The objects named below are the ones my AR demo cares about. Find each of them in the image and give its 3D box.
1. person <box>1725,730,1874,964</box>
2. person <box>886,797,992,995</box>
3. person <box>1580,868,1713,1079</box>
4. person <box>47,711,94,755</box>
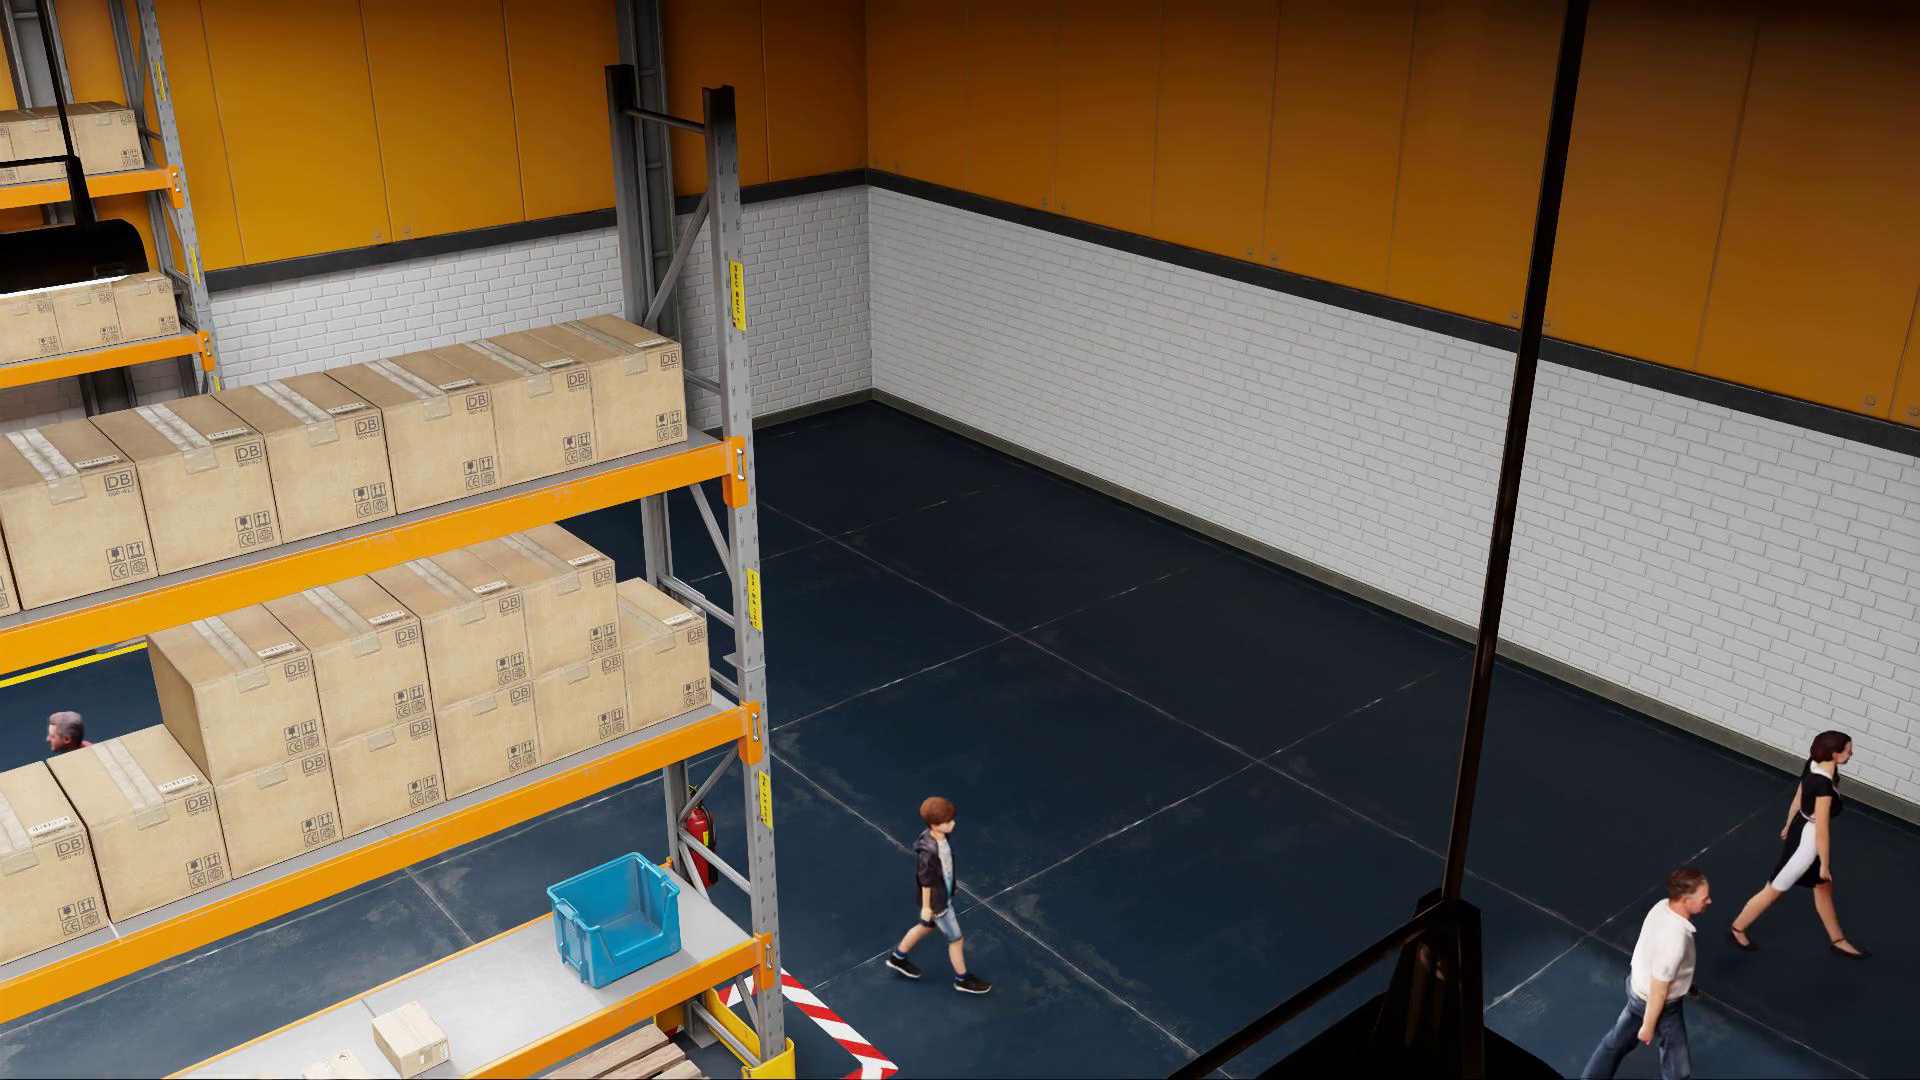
[{"bbox_3d":[5.467,2.047,10.964,1.059,1.752,1.158,8,25,18],"label":"person"},{"bbox_3d":[-0.210,2.300,10.805,0.956,1.414,0.952,5,24,10],"label":"person"},{"bbox_3d":[3.876,2.633,9.545,1.100,1.813,1.198,8,25,19],"label":"person"},{"bbox_3d":[-5.764,1.945,11.098,0.612,1.830,0.719,-13,27,-27],"label":"person"}]
